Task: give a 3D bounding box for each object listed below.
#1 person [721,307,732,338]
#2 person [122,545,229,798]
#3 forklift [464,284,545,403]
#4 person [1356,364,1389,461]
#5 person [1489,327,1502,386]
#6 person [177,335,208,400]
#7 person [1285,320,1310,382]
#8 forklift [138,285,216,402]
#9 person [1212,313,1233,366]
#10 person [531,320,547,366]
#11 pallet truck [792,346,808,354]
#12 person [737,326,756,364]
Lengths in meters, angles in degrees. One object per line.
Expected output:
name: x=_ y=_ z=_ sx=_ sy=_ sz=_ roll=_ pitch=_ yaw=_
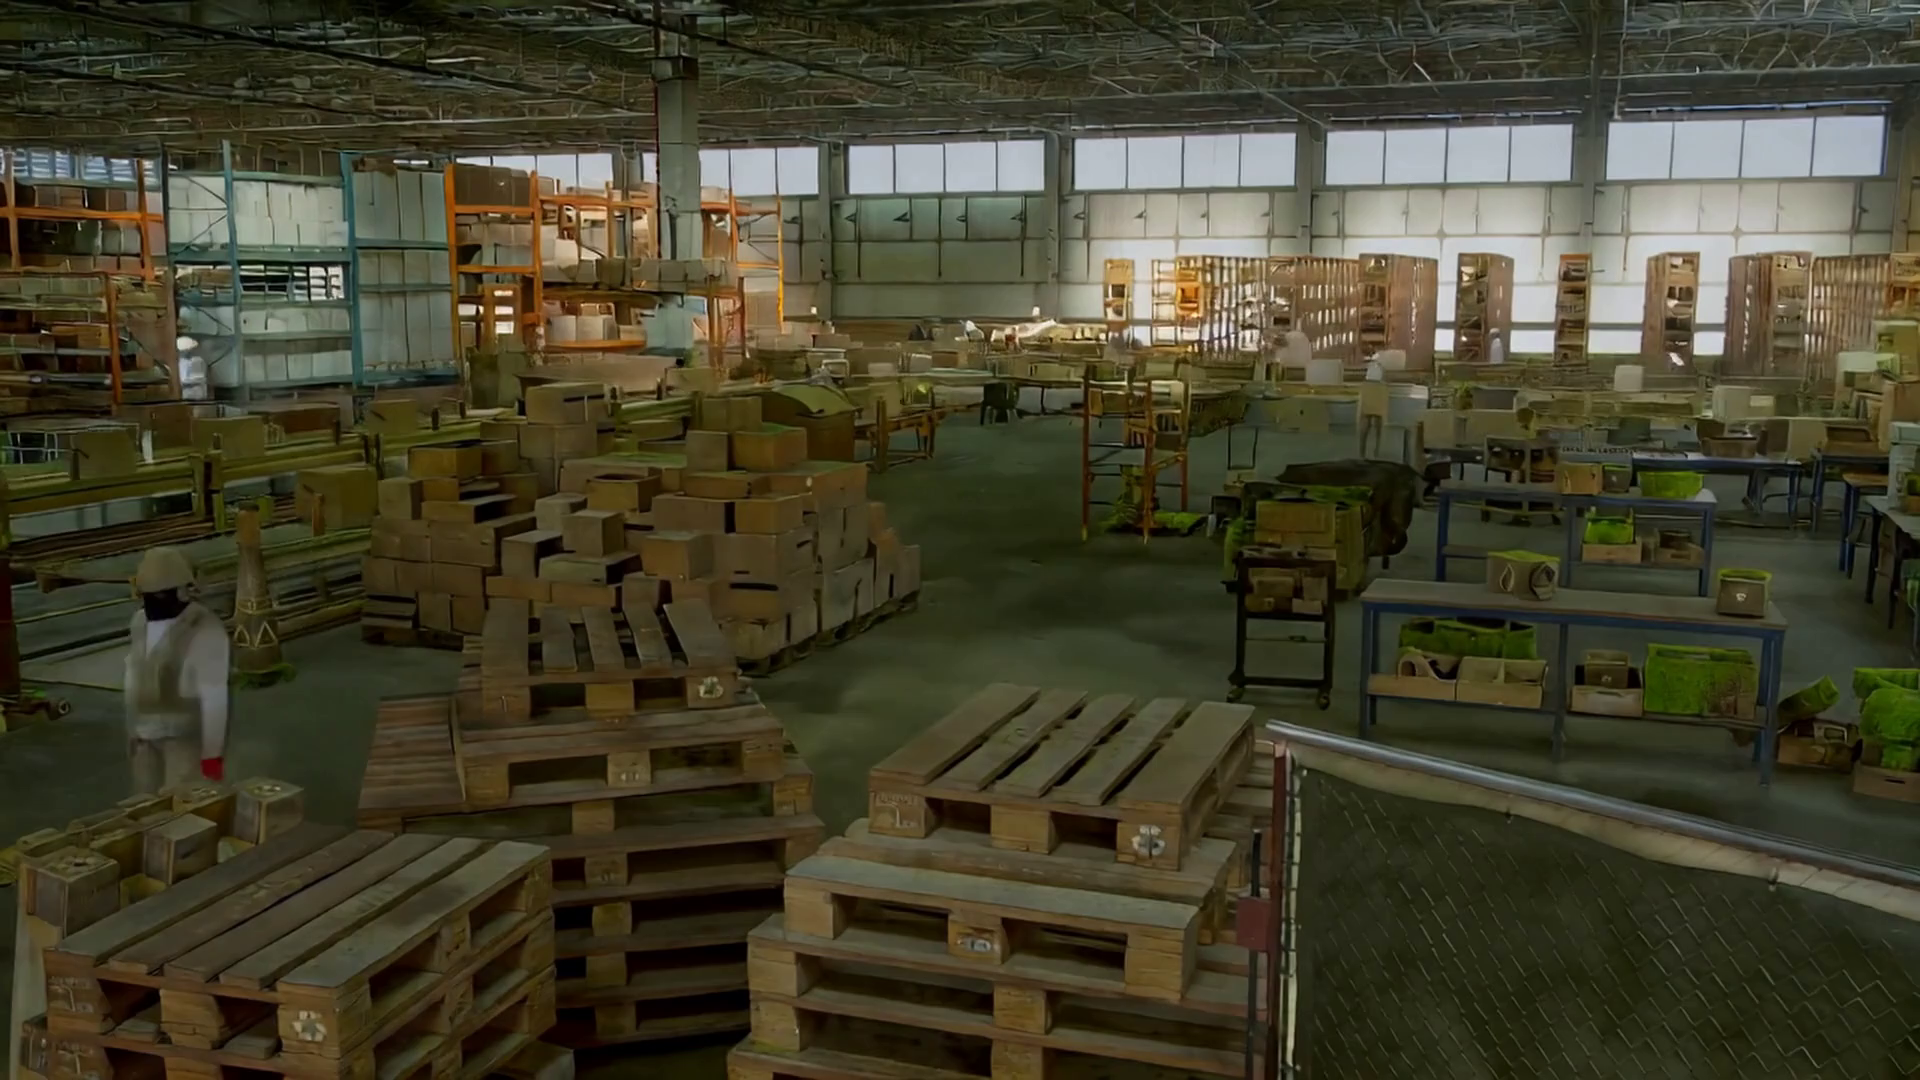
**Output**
person: x=-8.305 y=-7.288 z=58.871 sx=0.458 sy=1.927 sz=0.651 roll=5 pitch=10 yaw=27
person: x=-3.632 y=0.896 z=7.813 sx=0.603 sy=1.808 sz=0.510 roll=6 pitch=11 yaw=31
forklift: x=-10.832 y=-4.702 z=39.610 sx=1.129 sy=2.768 sz=1.873 roll=3 pitch=10 yaw=20
person: x=6.520 y=-1.960 z=26.300 sx=0.505 sy=1.633 sz=0.279 roll=5 pitch=10 yaw=29
person: x=13.227 y=-4.384 z=41.130 sx=0.323 sy=1.761 sz=0.523 roll=1 pitch=9 yaw=8
person: x=-13.031 y=-2.459 z=28.191 sx=0.617 sy=2.027 sz=0.452 roll=5 pitch=10 yaw=27
person: x=8.576 y=-4.630 z=42.244 sx=0.397 sy=1.907 sz=0.719 roll=-9 pitch=12 yaw=-43
forklift: x=-17.480 y=-4.200 z=36.461 sx=1.873 sy=2.768 sz=1.129 roll=3 pitch=10 yaw=19
person: x=8.361 y=-6.498 z=53.752 sx=1.080 sy=1.989 sz=0.618 roll=3 pitch=10 yaw=19
person: x=-12.329 y=-5.578 z=48.695 sx=0.443 sy=1.741 sz=0.572 roll=-4 pitch=10 yaw=-26
pallet truck: x=-3.705 y=-4.298 z=42.022 sx=0.653 sy=1.274 sz=1.630 roll=3 pitch=10 yaw=20
person: x=-5.220 y=-4.271 z=40.287 sx=0.741 sy=1.810 sz=0.604 roll=6 pitch=11 yaw=33
